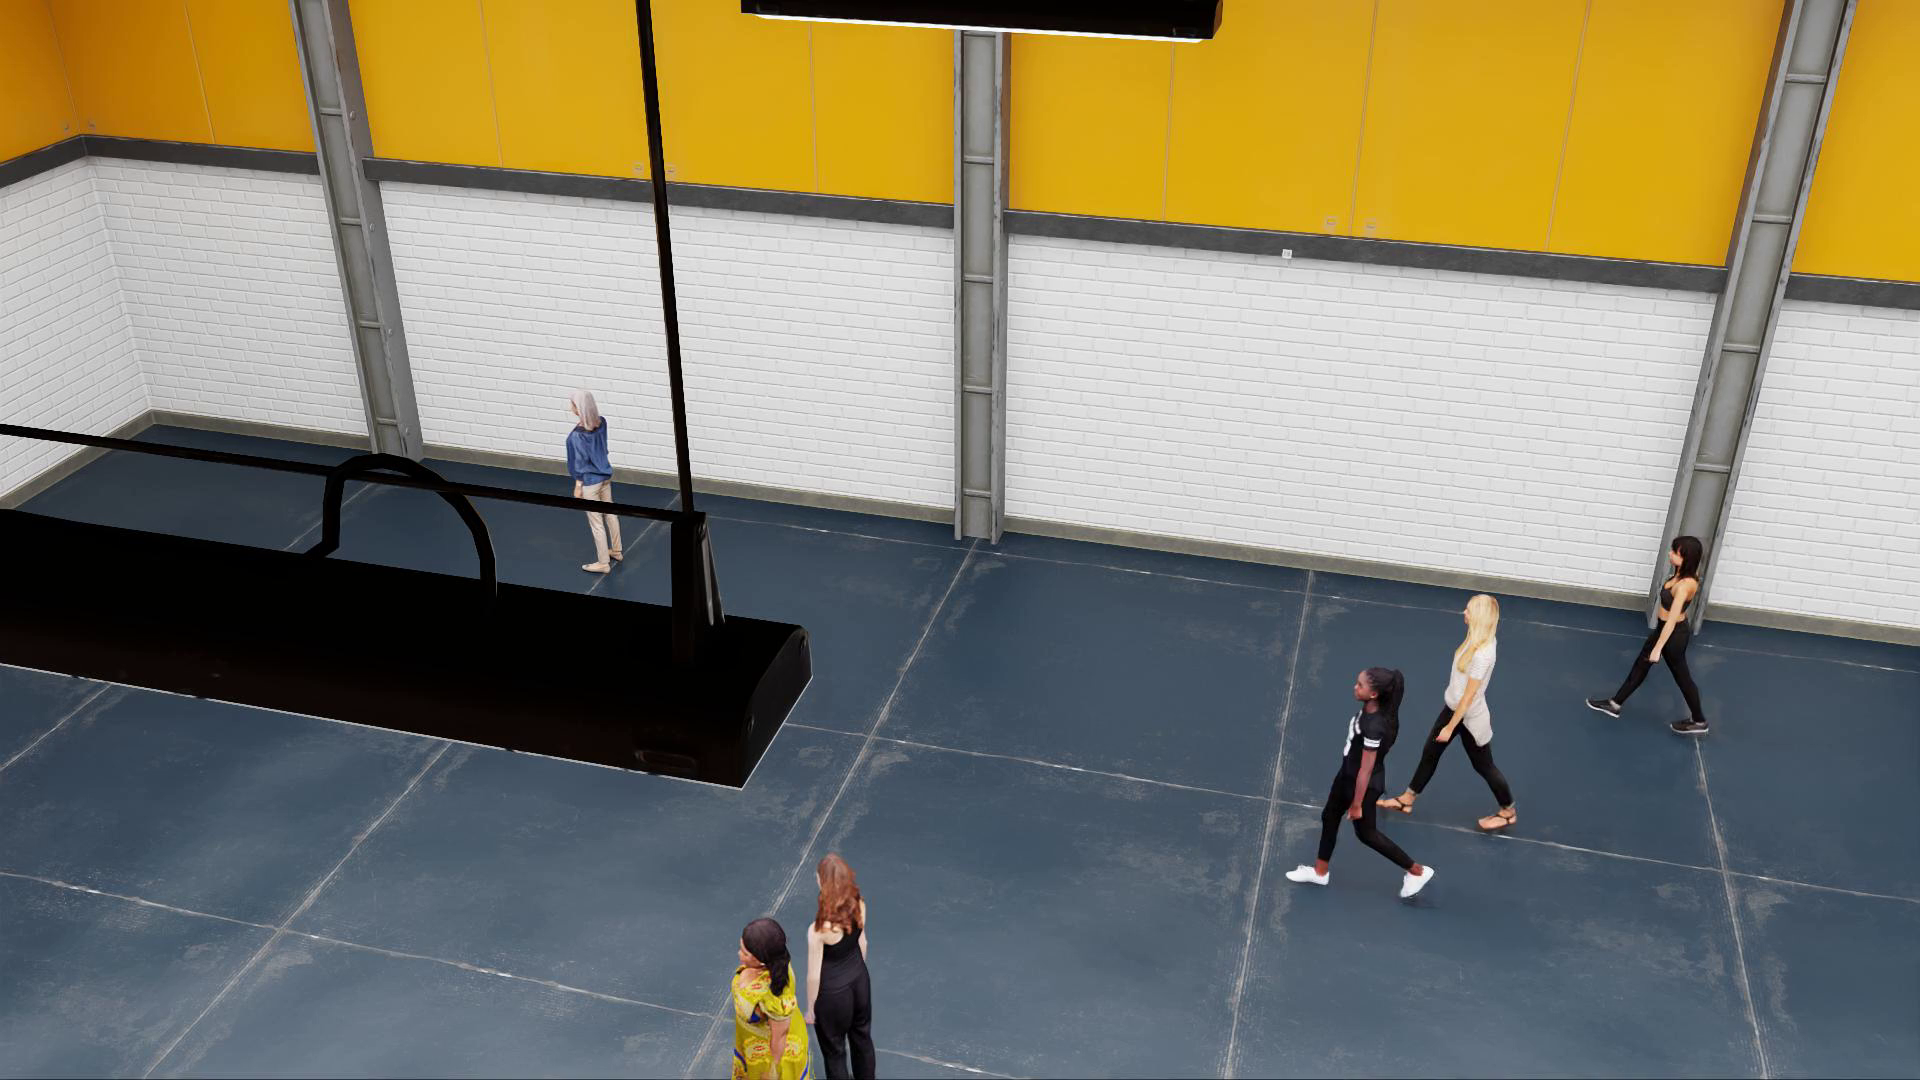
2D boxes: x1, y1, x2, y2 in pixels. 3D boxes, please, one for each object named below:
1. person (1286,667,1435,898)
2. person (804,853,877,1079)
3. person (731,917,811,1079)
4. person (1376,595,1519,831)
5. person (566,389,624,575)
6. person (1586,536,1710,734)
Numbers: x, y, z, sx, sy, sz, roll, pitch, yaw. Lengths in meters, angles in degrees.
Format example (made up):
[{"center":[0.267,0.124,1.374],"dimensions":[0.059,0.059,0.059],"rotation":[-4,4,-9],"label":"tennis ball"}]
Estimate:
[{"center":[2.636,1.573,10.551],"dimensions":[1.167,1.698,0.705],"rotation":[4,29,7],"label":"person"},{"center":[-0.632,2.423,8.945],"dimensions":[0.643,1.744,0.650],"rotation":[22,36,35],"label":"person"},{"center":[-0.979,2.618,8.687],"dimensions":[1.000,1.659,0.983],"rotation":[-10,30,-17],"label":"person"},{"center":[3.499,1.213,11.129],"dimensions":[1.218,1.778,0.744],"rotation":[2,29,4],"label":"person"},{"center":[-3.167,-0.521,14.401],"dimensions":[0.577,1.698,0.628],"rotation":[10,30,17],"label":"person"},{"center":[5.295,0.740,12.179],"dimensions":[1.116,1.601,0.648],"rotation":[10,30,18],"label":"person"}]
